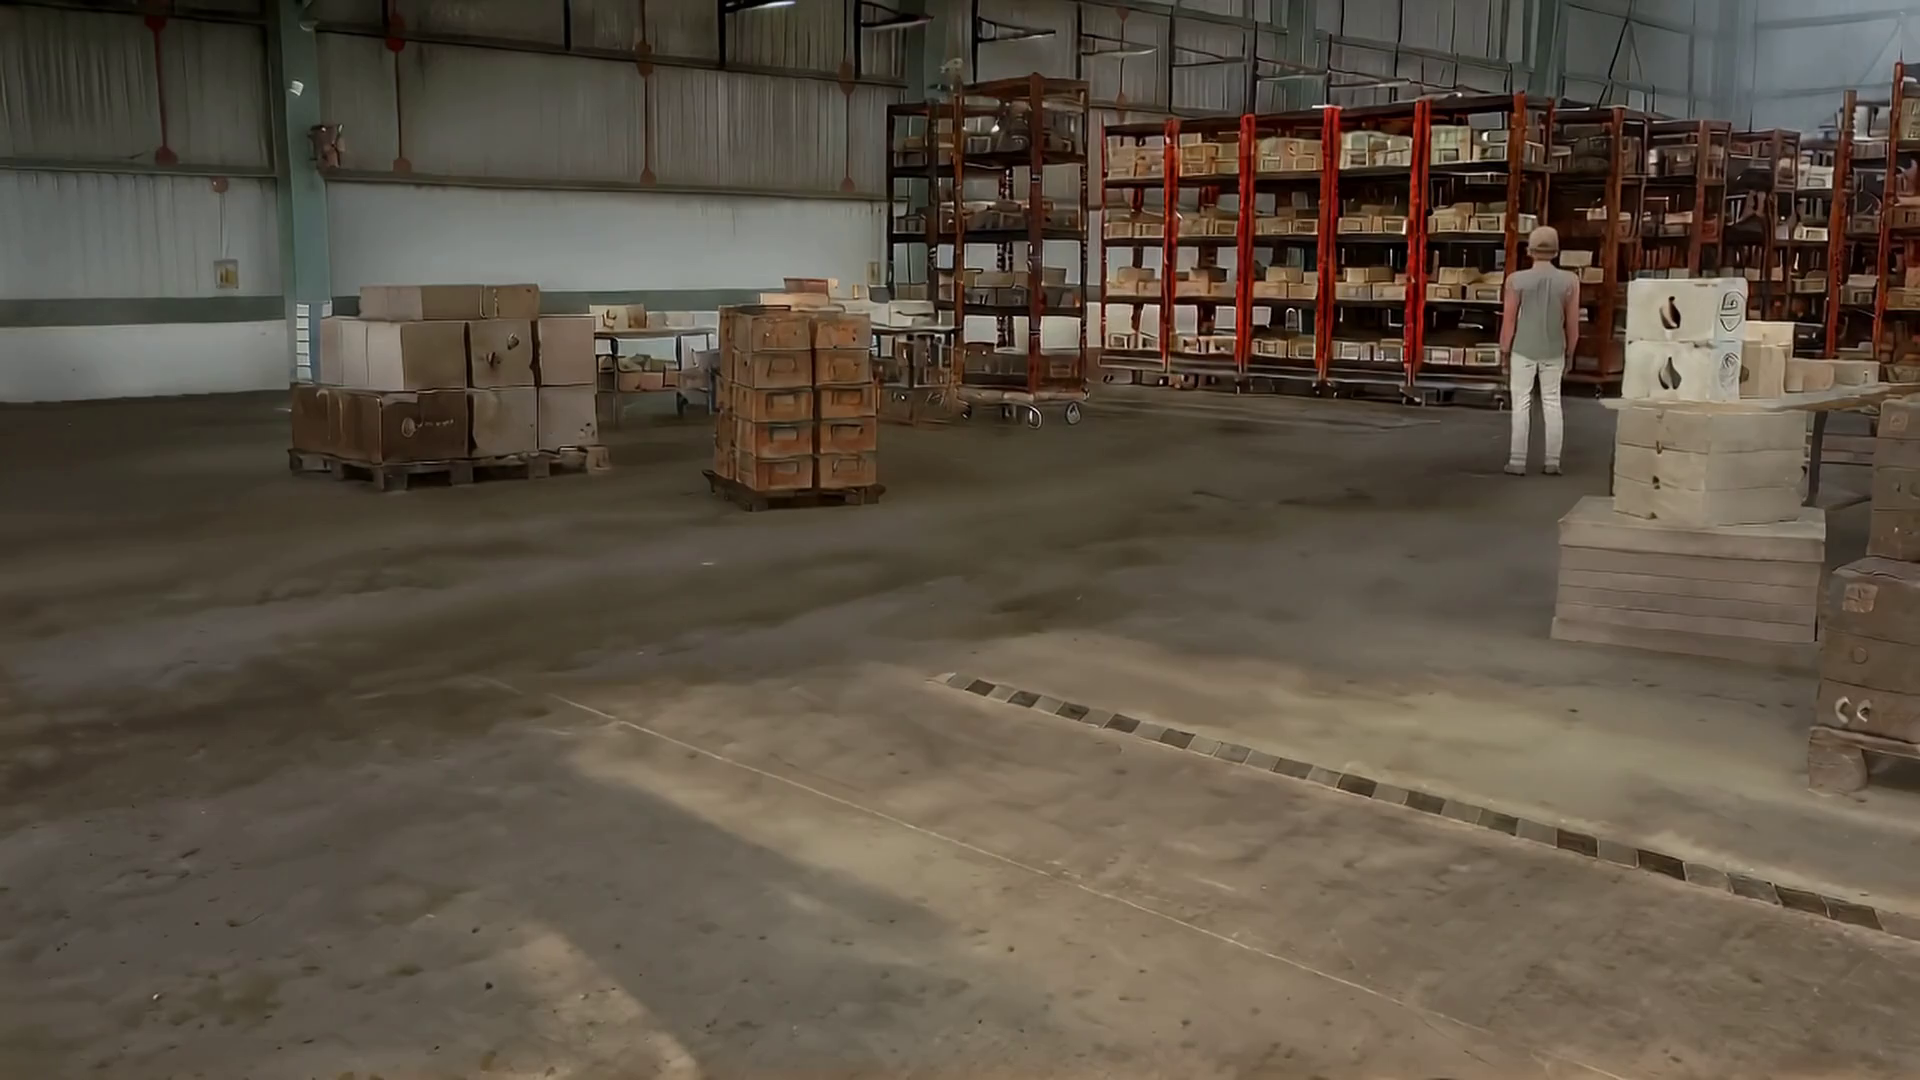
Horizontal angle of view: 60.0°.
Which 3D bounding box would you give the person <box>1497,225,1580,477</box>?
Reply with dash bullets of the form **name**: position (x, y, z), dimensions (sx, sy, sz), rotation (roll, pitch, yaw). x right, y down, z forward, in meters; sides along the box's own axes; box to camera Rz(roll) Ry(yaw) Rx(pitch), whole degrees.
- **person**: position (4.591, -1.490, 13.227), dimensions (0.624, 1.992, 0.390), rotation (0, 9, 1)
